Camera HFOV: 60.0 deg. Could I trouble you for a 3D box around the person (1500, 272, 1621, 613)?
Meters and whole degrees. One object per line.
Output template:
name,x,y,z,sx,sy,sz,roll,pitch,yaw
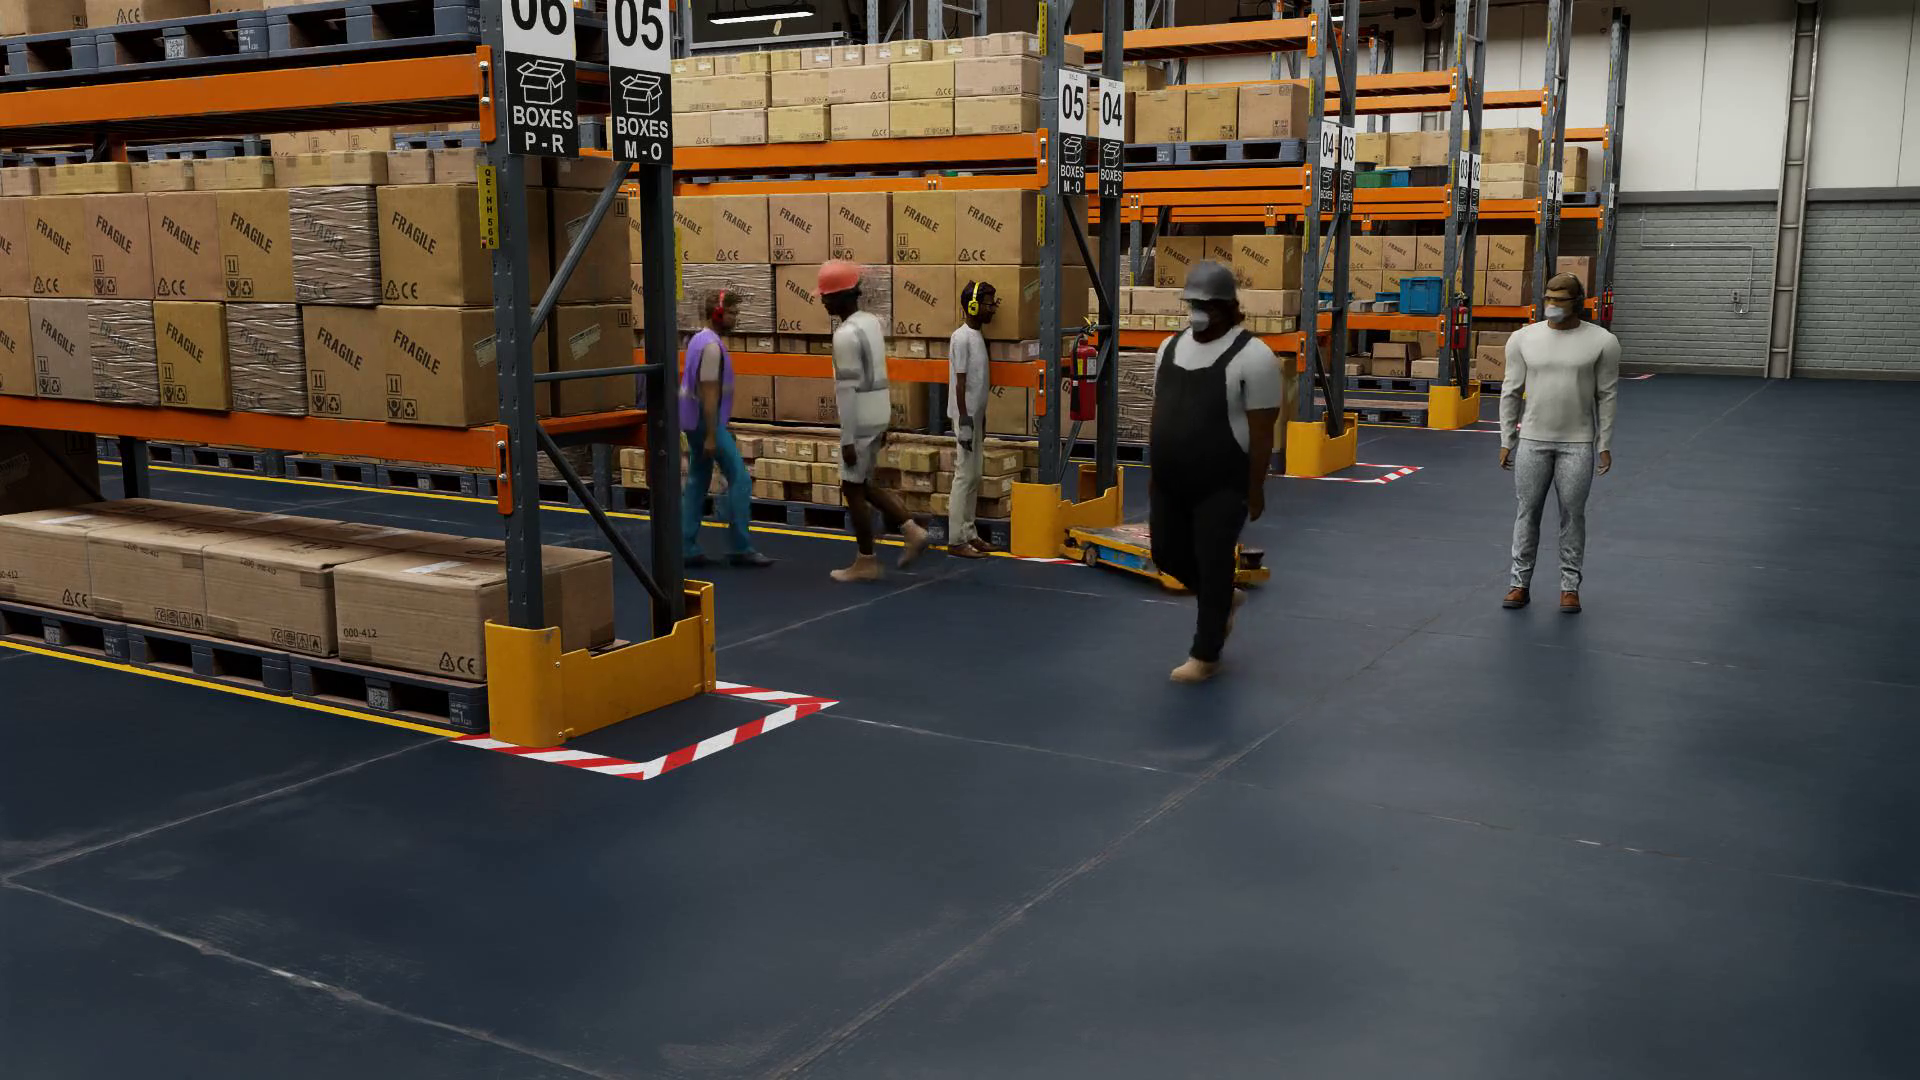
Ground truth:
person,3.410,-0.553,9.521,0.638,1.936,0.357,4,11,24

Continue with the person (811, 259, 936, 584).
person,-0.564,-0.713,10.222,0.643,2.016,0.638,3,10,15

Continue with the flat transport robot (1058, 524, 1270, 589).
flat transport robot,1.284,0.078,10.699,0.652,0.197,1.431,-5,11,-28

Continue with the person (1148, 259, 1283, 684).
person,1.218,-0.351,8.041,0.707,2.000,0.701,-9,13,-43

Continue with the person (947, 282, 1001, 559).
person,0.089,-0.802,11.221,0.333,1.860,0.509,3,10,15

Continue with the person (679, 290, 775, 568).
person,-1.530,-0.709,10.815,0.770,1.805,0.582,-4,10,-20
